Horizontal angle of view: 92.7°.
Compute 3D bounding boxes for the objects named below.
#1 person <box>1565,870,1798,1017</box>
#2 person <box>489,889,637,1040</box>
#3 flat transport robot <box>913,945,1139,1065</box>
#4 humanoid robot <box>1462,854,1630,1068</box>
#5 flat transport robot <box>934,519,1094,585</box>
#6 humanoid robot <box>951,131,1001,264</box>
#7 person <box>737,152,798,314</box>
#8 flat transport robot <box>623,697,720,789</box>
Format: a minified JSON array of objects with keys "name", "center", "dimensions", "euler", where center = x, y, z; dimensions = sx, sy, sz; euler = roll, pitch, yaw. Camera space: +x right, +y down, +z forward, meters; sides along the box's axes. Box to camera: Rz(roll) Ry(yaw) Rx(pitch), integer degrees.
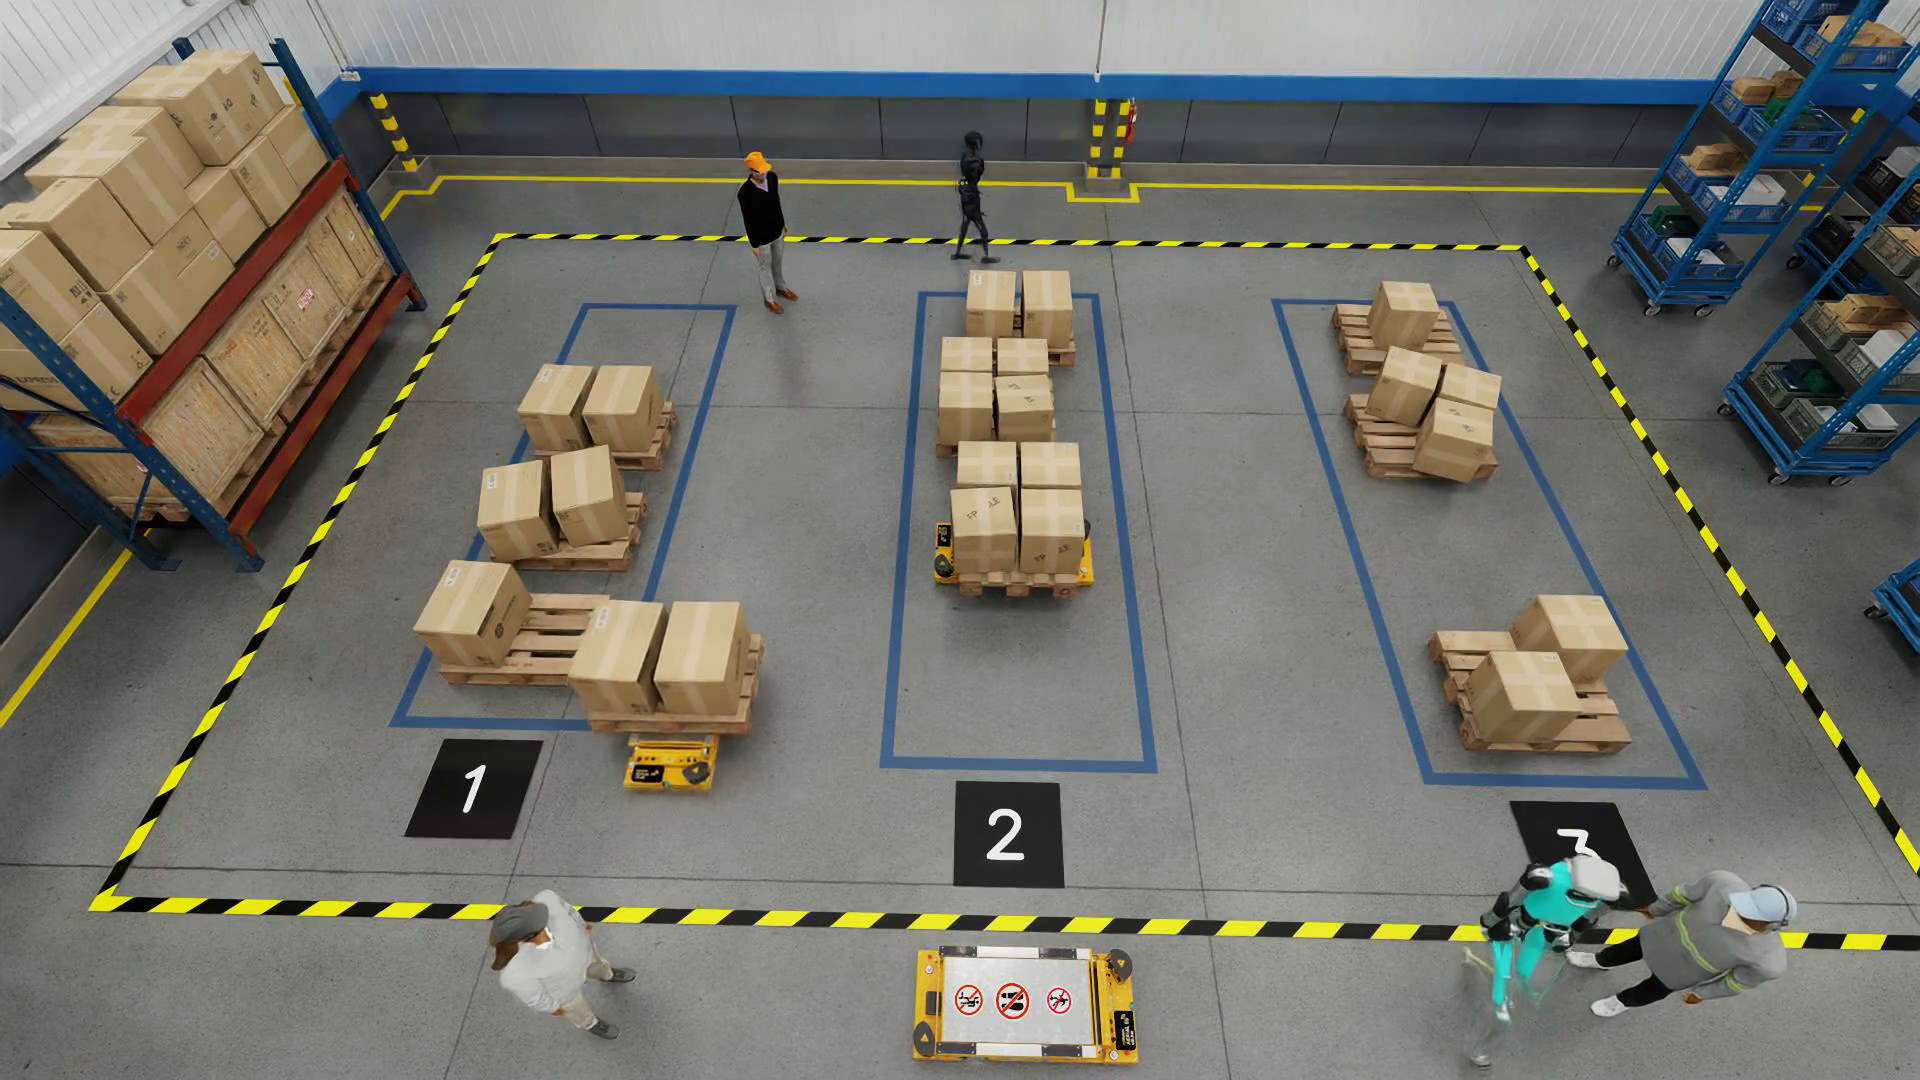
[{"name":"person","center":[4.299,2.443,5.473],"dimensions":[0.400,1.851,0.590],"euler":[-2,51,-2]},{"name":"person","center":[-2.373,2.526,5.457],"dimensions":[0.397,1.769,0.572],"euler":[5,51,4]},{"name":"flat transport robot","center":[0.422,3.041,6.007],"dimensions":[1.431,0.231,0.659],"euler":[1,51,1]},{"name":"humanoid robot","center":[3.408,2.601,5.432],"dimensions":[0.544,1.763,0.955],"euler":[9,51,7]},{"name":"flat transport robot","center":[0.490,0.087,8.397],"dimensions":[1.431,0.197,0.652],"euler":[1,51,1]},{"name":"humanoid robot","center":[0.187,-4.071,10.901],"dimensions":[0.602,1.645,0.597],"euler":[-7,51,-6]},{"name":"person","center":[-2.141,-3.433,10.242],"dimensions":[0.373,1.883,0.590],"euler":[25,55,19]},{"name":"flat transport robot","center":[-2.226,1.296,7.411],"dimensions":[0.652,0.197,1.431],"euler":[1,51,1]}]
